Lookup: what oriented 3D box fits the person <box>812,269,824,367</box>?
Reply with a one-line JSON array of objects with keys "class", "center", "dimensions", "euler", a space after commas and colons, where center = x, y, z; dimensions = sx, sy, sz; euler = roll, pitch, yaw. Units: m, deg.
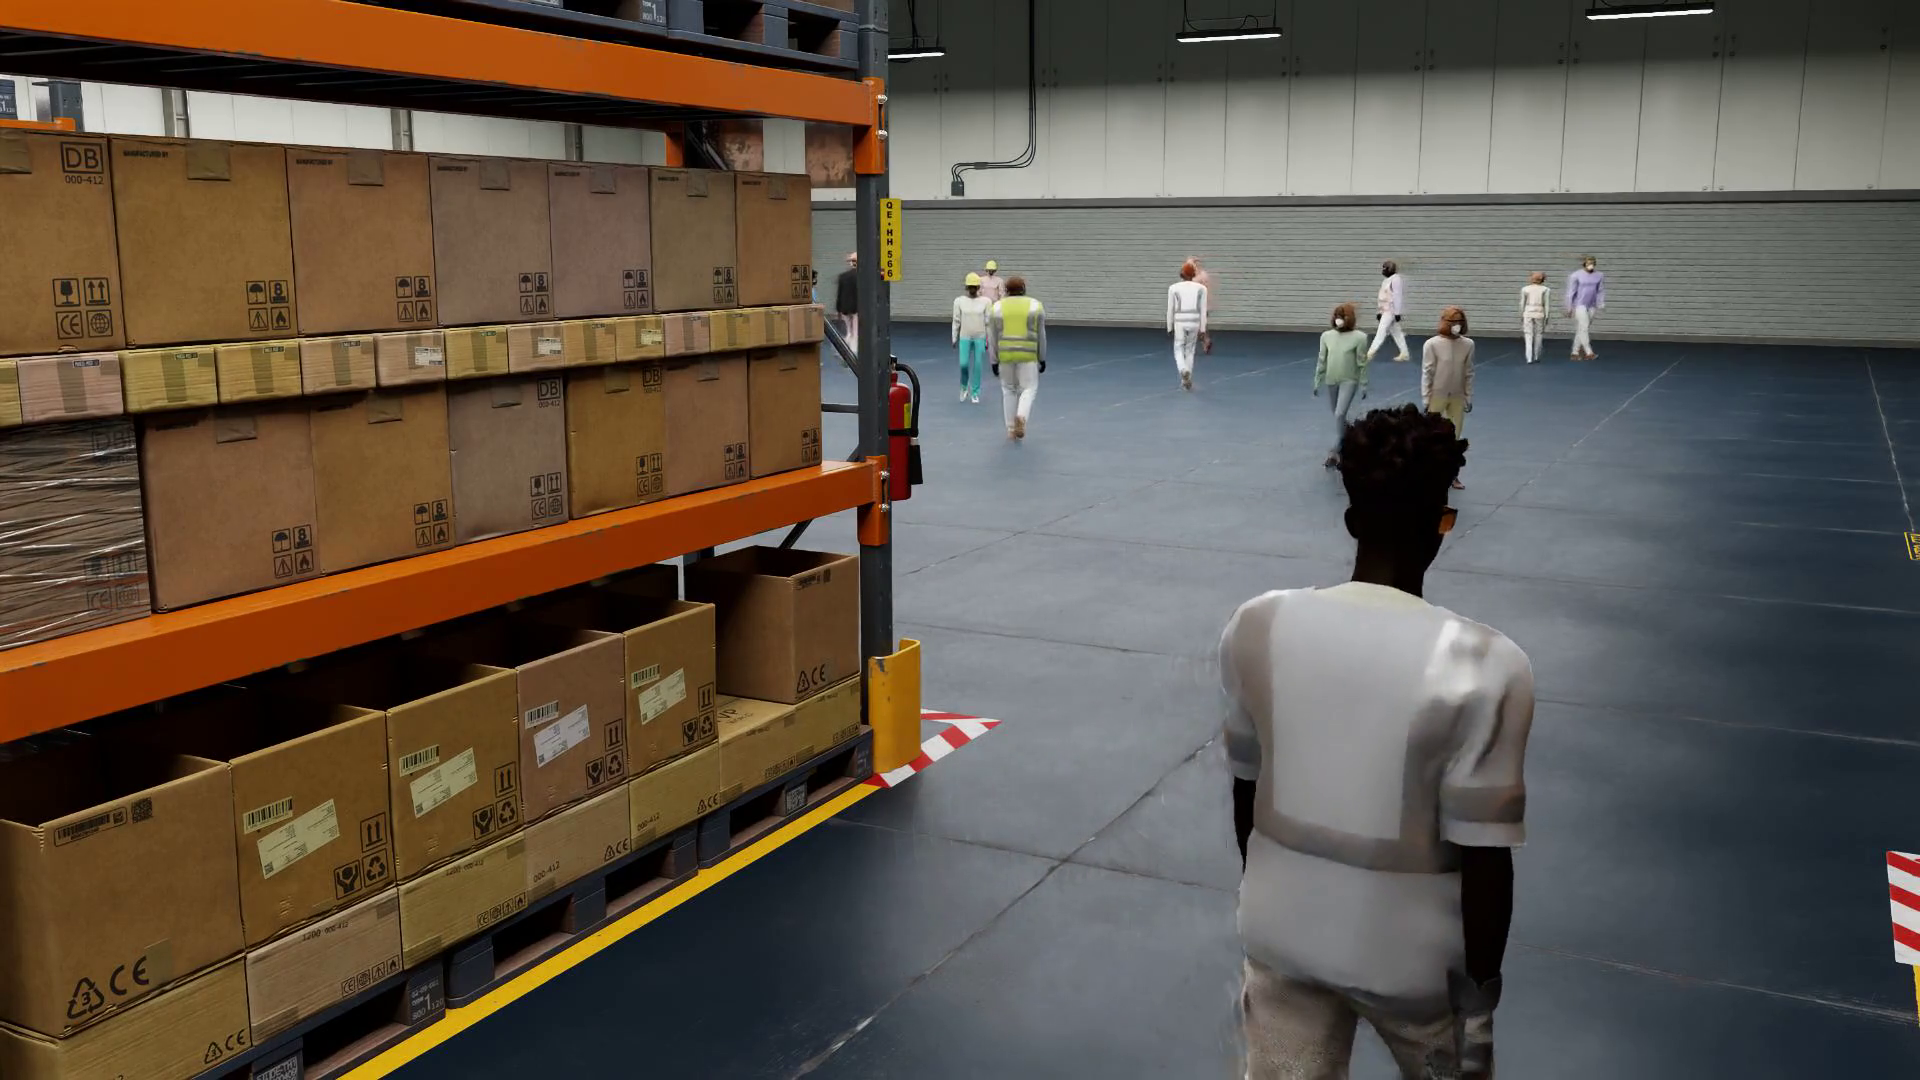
[{"class": "person", "center": [-2.485, -3.770, 28.310], "dimensions": [0.423, 1.669, 0.621], "euler": [-2, 11, -11]}]

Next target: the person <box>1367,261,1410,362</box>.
[{"class": "person", "center": [7.593, -4.056, 29.558], "dimensions": [0.982, 1.787, 0.640], "euler": [0, 10, 2]}]

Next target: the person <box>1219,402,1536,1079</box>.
[{"class": "person", "center": [0.774, 0.713, 3.102], "dimensions": [0.612, 1.941, 0.665], "euler": [7, 13, 35]}]

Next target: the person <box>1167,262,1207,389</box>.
[{"class": "person", "center": [3.287, -3.077, 24.038], "dimensions": [0.573, 1.865, 0.695], "euler": [0, 10, -1]}]

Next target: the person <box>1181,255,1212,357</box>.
[{"class": "person", "center": [4.401, -4.347, 30.906], "dimensions": [0.827, 1.879, 0.655], "euler": [-7, 13, -34]}]

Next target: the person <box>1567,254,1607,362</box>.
[{"class": "person", "center": [11.187, -4.112, 29.563], "dimensions": [0.617, 1.885, 0.965], "euler": [-3, 11, -14]}]

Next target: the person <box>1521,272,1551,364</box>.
[{"class": "person", "center": [10.105, -3.899, 29.203], "dimensions": [0.506, 1.589, 0.852], "euler": [5, 11, 24]}]

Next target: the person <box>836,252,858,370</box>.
[{"class": "person", "center": [-1.745, -3.821, 27.778], "dimensions": [0.670, 1.960, 0.492], "euler": [5, 12, 26]}]

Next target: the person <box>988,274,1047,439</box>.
[{"class": "person", "center": [0.621, -1.987, 18.169], "dimensions": [0.637, 1.823, 0.609], "euler": [2, 11, 9]}]

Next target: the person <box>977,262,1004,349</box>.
[{"class": "person", "center": [0.609, -4.638, 32.926], "dimensions": [0.531, 1.711, 0.928], "euler": [0, 10, 1]}]

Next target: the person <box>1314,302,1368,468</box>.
[{"class": "person", "center": [3.766, -1.539, 16.340], "dimensions": [0.509, 1.601, 0.817], "euler": [9, 14, 40]}]

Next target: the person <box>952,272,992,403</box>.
[{"class": "person", "center": [0.171, -2.693, 22.234], "dimensions": [0.549, 1.748, 0.427], "euler": [0, 10, -2]}]

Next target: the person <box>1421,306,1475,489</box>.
[{"class": "person", "center": [4.295, -1.245, 14.675], "dimensions": [0.500, 1.625, 0.293], "euler": [-2, 11, -12]}]
